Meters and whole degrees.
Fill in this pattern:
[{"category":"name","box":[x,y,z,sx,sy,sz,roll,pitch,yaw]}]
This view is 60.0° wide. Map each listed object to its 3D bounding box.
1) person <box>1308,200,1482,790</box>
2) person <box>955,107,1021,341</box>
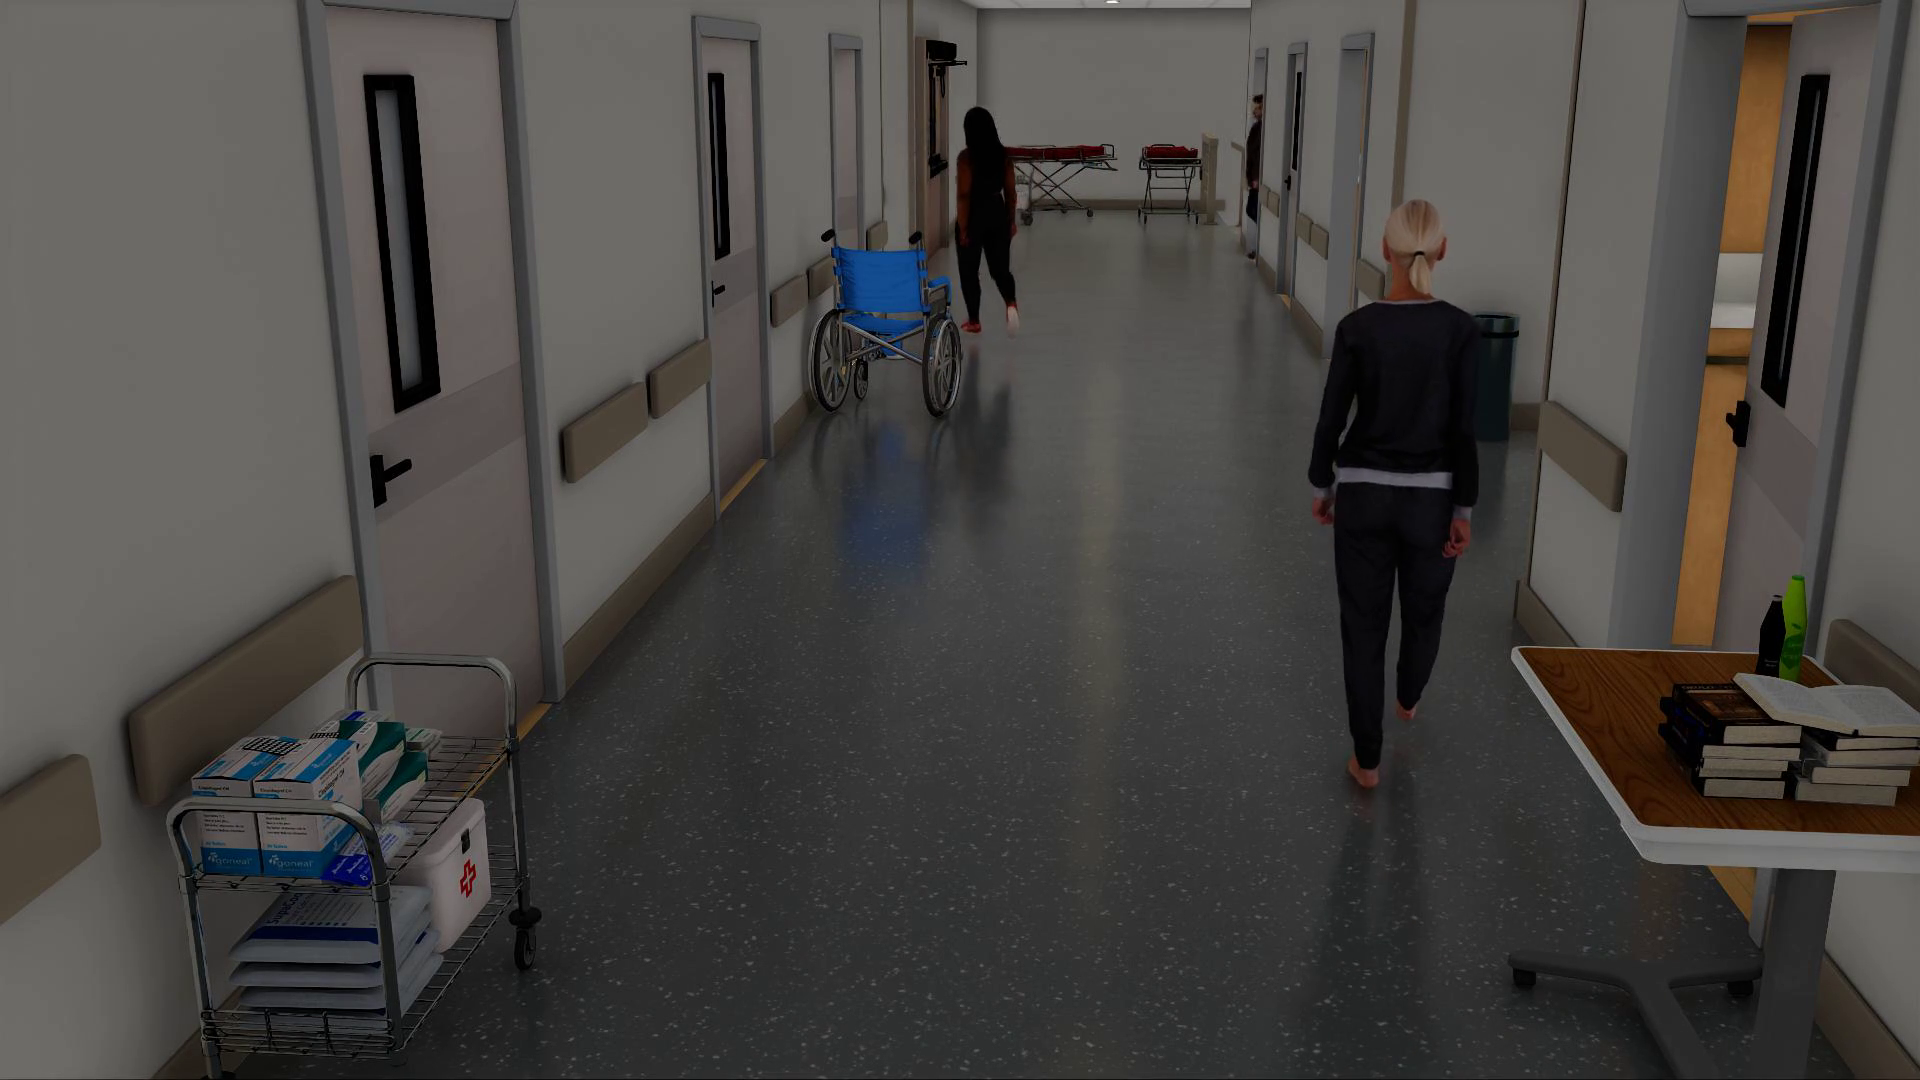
[{"category":"person","box":[1.277,-0.099,4.843,0.698,1.700,1.016,3,16,11]},{"category":"person","box":[0.218,-2.427,12.944,1.002,1.785,1.247,-6,17,-20]}]
